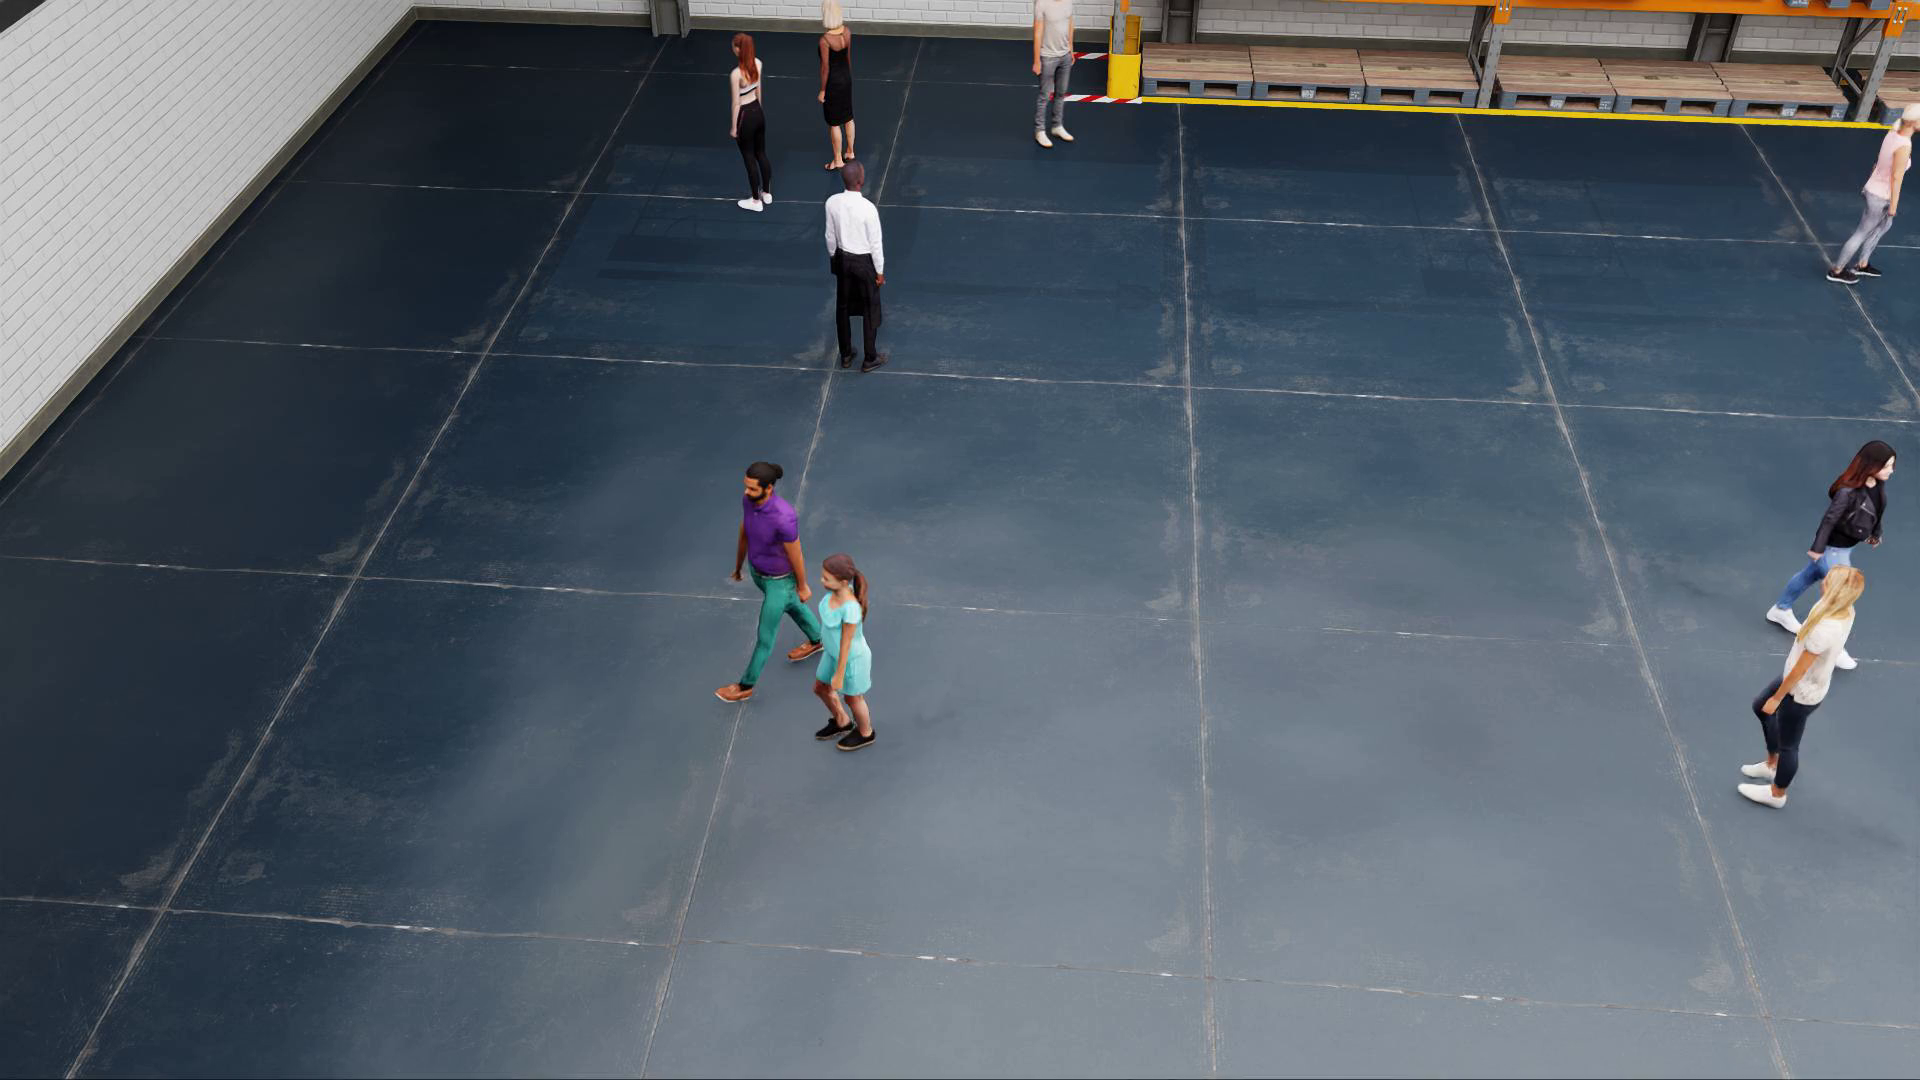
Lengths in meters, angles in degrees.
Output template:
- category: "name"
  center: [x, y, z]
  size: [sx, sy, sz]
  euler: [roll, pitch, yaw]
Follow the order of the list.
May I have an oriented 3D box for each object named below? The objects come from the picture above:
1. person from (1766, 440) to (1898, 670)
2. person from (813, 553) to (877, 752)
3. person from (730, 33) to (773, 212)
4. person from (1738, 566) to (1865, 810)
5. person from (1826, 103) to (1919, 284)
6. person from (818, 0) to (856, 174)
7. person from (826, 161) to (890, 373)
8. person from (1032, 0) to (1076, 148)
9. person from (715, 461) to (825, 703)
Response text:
- category: "person"
  center: [5.707, -0.006, 10.966]
  size: [0.976, 1.612, 1.034]
  euler: [-29, 47, -31]
- category: "person"
  center: [-0.620, 0.692, 10.144]
  size: [0.701, 1.547, 0.653]
  euler: [-14, 41, -17]
- category: "person"
  center: [-1.997, -3.984, 15.845]
  size: [0.674, 1.740, 0.667]
  euler: [23, 44, 26]
- category: "person"
  center: [4.995, 0.907, 9.674]
  size: [0.734, 1.798, 0.700]
  euler: [21, 43, 25]
- category: "person"
  center: [8.044, -3.055, 14.704]
  size: [0.734, 1.711, 0.607]
  euler: [7, 39, 9]
- category: "person"
  center: [-1.226, -4.508, 16.495]
  size: [0.680, 1.747, 0.675]
  euler: [25, 45, 28]
- category: "person"
  center: [-0.852, -2.224, 13.564]
  size: [0.592, 1.836, 0.764]
  euler: [16, 41, 19]
- category: "person"
  center: [0.948, -4.957, 16.944]
  size: [0.737, 1.889, 0.804]
  euler: [-26, 45, -29]
- category: "person"
  center: [-1.101, 0.191, 10.634]
  size: [1.227, 1.718, 1.145]
  euler: [-27, 46, -29]
